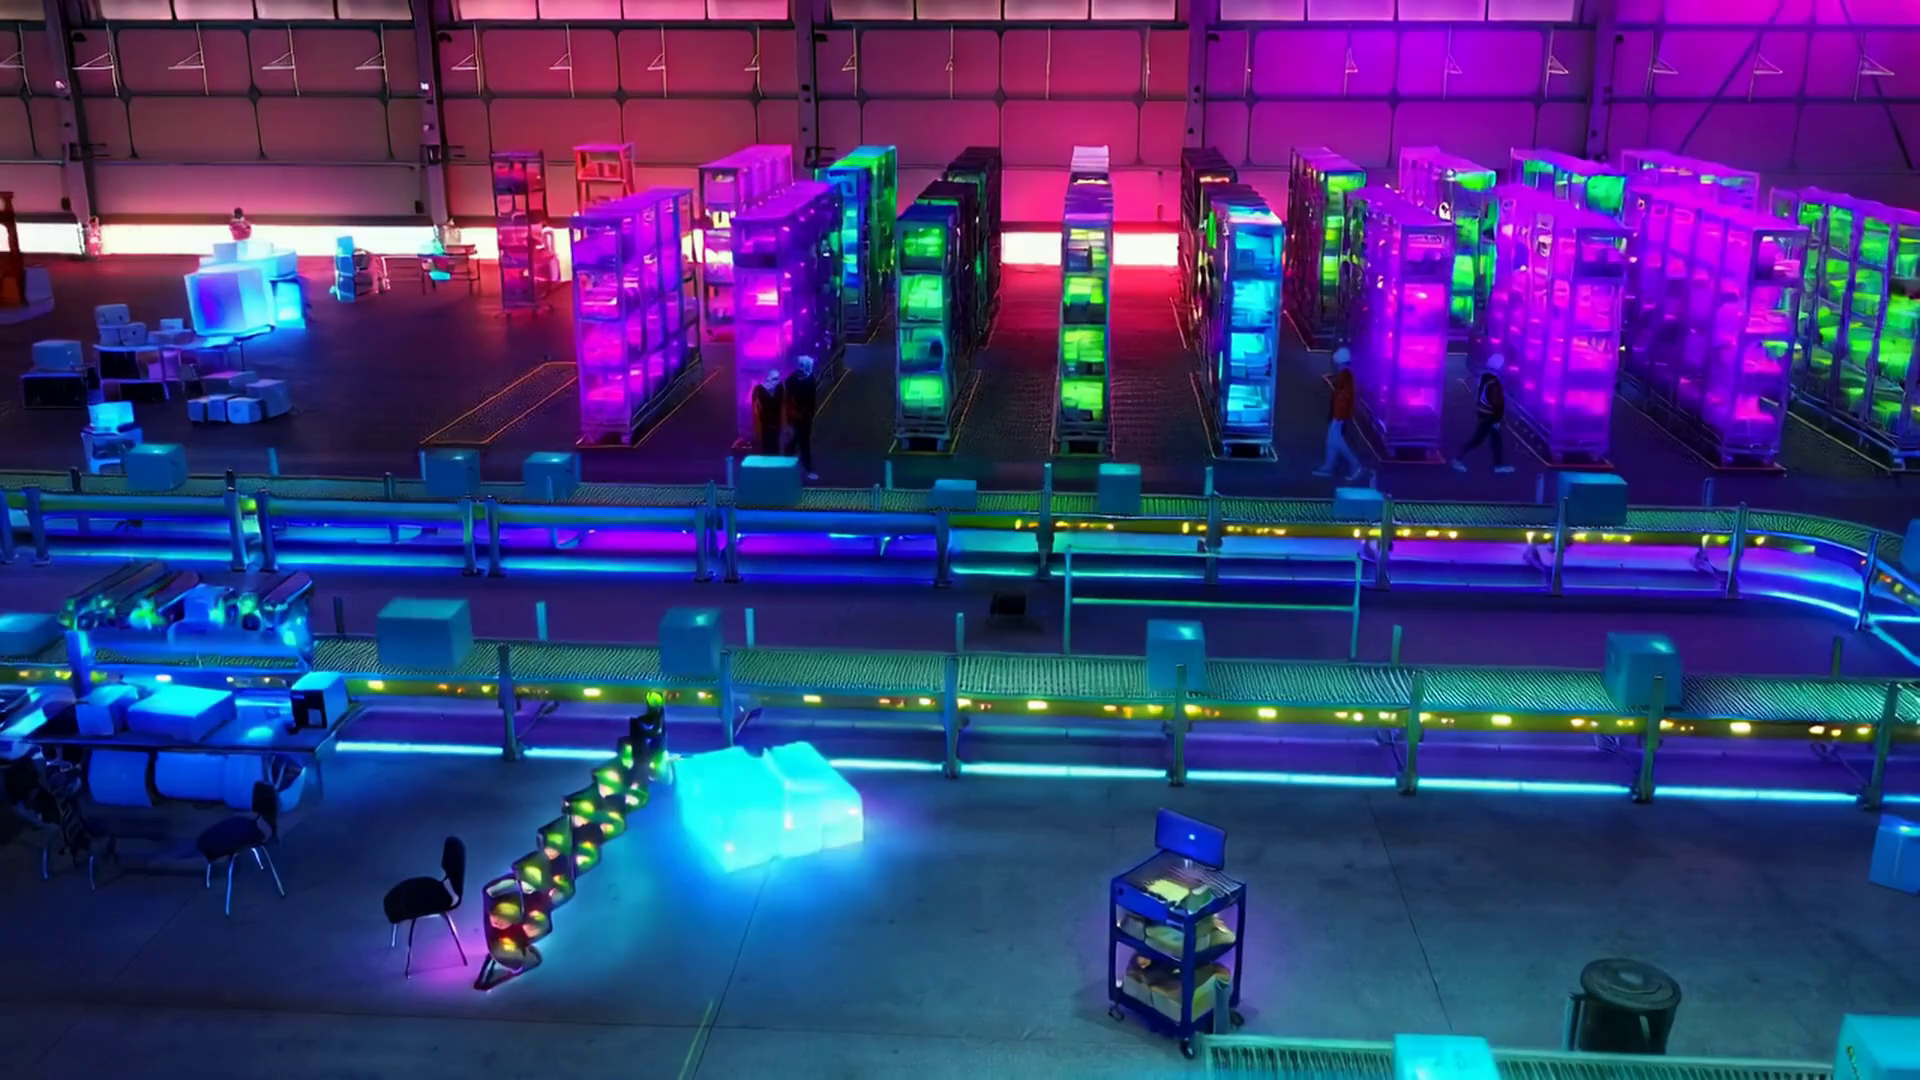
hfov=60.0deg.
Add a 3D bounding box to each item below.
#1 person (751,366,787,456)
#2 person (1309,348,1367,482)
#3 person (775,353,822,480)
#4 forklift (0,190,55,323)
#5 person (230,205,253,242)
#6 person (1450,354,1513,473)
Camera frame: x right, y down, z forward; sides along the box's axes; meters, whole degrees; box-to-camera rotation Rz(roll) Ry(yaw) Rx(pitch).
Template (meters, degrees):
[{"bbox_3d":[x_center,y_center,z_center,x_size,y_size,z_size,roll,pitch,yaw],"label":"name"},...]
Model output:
[{"bbox_3d":[-2.709,-1.607,23.690,0.609,1.808,0.487,-16,23,-41],"label":"person"},{"bbox_3d":[5.549,-1.806,24.065,0.780,1.976,0.628,5,18,15],"label":"person"},{"bbox_3d":[-2.392,-1.831,24.311,0.814,1.874,0.666,8,19,24],"label":"person"},{"bbox_3d":[-21.402,-6.370,37.057,1.129,2.768,1.873,1,18,4],"label":"forklift"},{"bbox_3d":[-18.203,-7.522,42.254,0.357,1.936,0.551,15,23,39],"label":"person"},{"bbox_3d":[7.737,-1.847,24.493,0.886,1.799,0.584,3,18,9],"label":"person"}]
